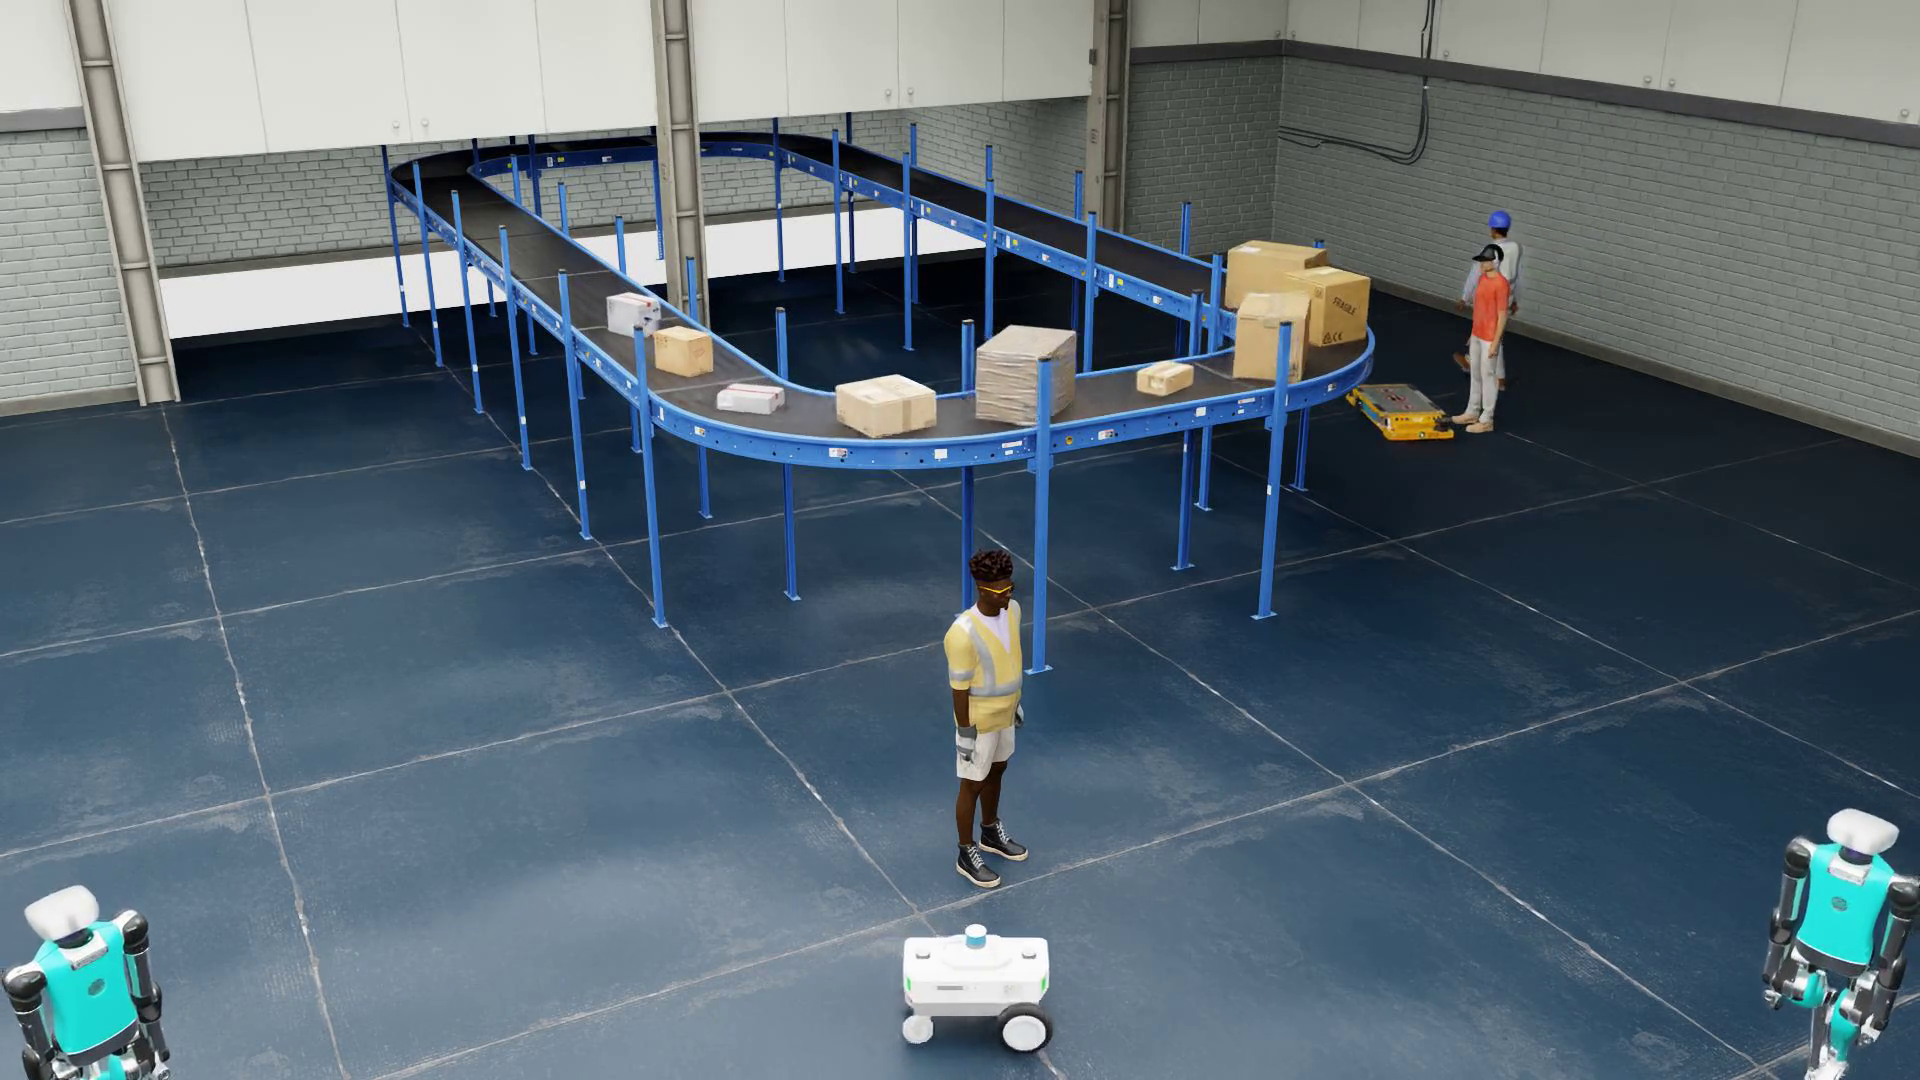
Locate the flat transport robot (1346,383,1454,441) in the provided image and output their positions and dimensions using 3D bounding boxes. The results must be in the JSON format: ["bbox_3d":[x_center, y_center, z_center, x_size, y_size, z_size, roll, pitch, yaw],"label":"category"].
[{"bbox_3d":[4.527,-1.338,17.182,0.659,0.231,1.431,-2,22,-5],"label":"flat transport robot"}]

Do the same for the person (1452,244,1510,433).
[{"bbox_3d":[5.237,-2.024,16.693,0.417,1.909,0.480,-5,22,-11],"label":"person"}]

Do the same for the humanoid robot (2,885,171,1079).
[{"bbox_3d":[-3.536,2.125,6.692,0.770,1.805,0.544,15,27,33],"label":"humanoid robot"}]

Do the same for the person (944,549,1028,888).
[{"bbox_3d":[0.164,0.966,9.236,0.368,1.959,0.605,14,26,30],"label":"person"}]

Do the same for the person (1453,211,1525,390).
[{"bbox_3d":[5.806,-2.665,18.289,0.619,1.893,0.986,-10,24,-24],"label":"person"}]

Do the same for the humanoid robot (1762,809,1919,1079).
[{"bbox_3d":[3.911,1.870,7.326,0.531,1.768,0.962,20,29,40],"label":"humanoid robot"}]

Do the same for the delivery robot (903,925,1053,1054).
[{"bbox_3d":[0.101,2.170,8.151,0.804,0.610,0.499,0,22,0],"label":"delivery robot"}]
